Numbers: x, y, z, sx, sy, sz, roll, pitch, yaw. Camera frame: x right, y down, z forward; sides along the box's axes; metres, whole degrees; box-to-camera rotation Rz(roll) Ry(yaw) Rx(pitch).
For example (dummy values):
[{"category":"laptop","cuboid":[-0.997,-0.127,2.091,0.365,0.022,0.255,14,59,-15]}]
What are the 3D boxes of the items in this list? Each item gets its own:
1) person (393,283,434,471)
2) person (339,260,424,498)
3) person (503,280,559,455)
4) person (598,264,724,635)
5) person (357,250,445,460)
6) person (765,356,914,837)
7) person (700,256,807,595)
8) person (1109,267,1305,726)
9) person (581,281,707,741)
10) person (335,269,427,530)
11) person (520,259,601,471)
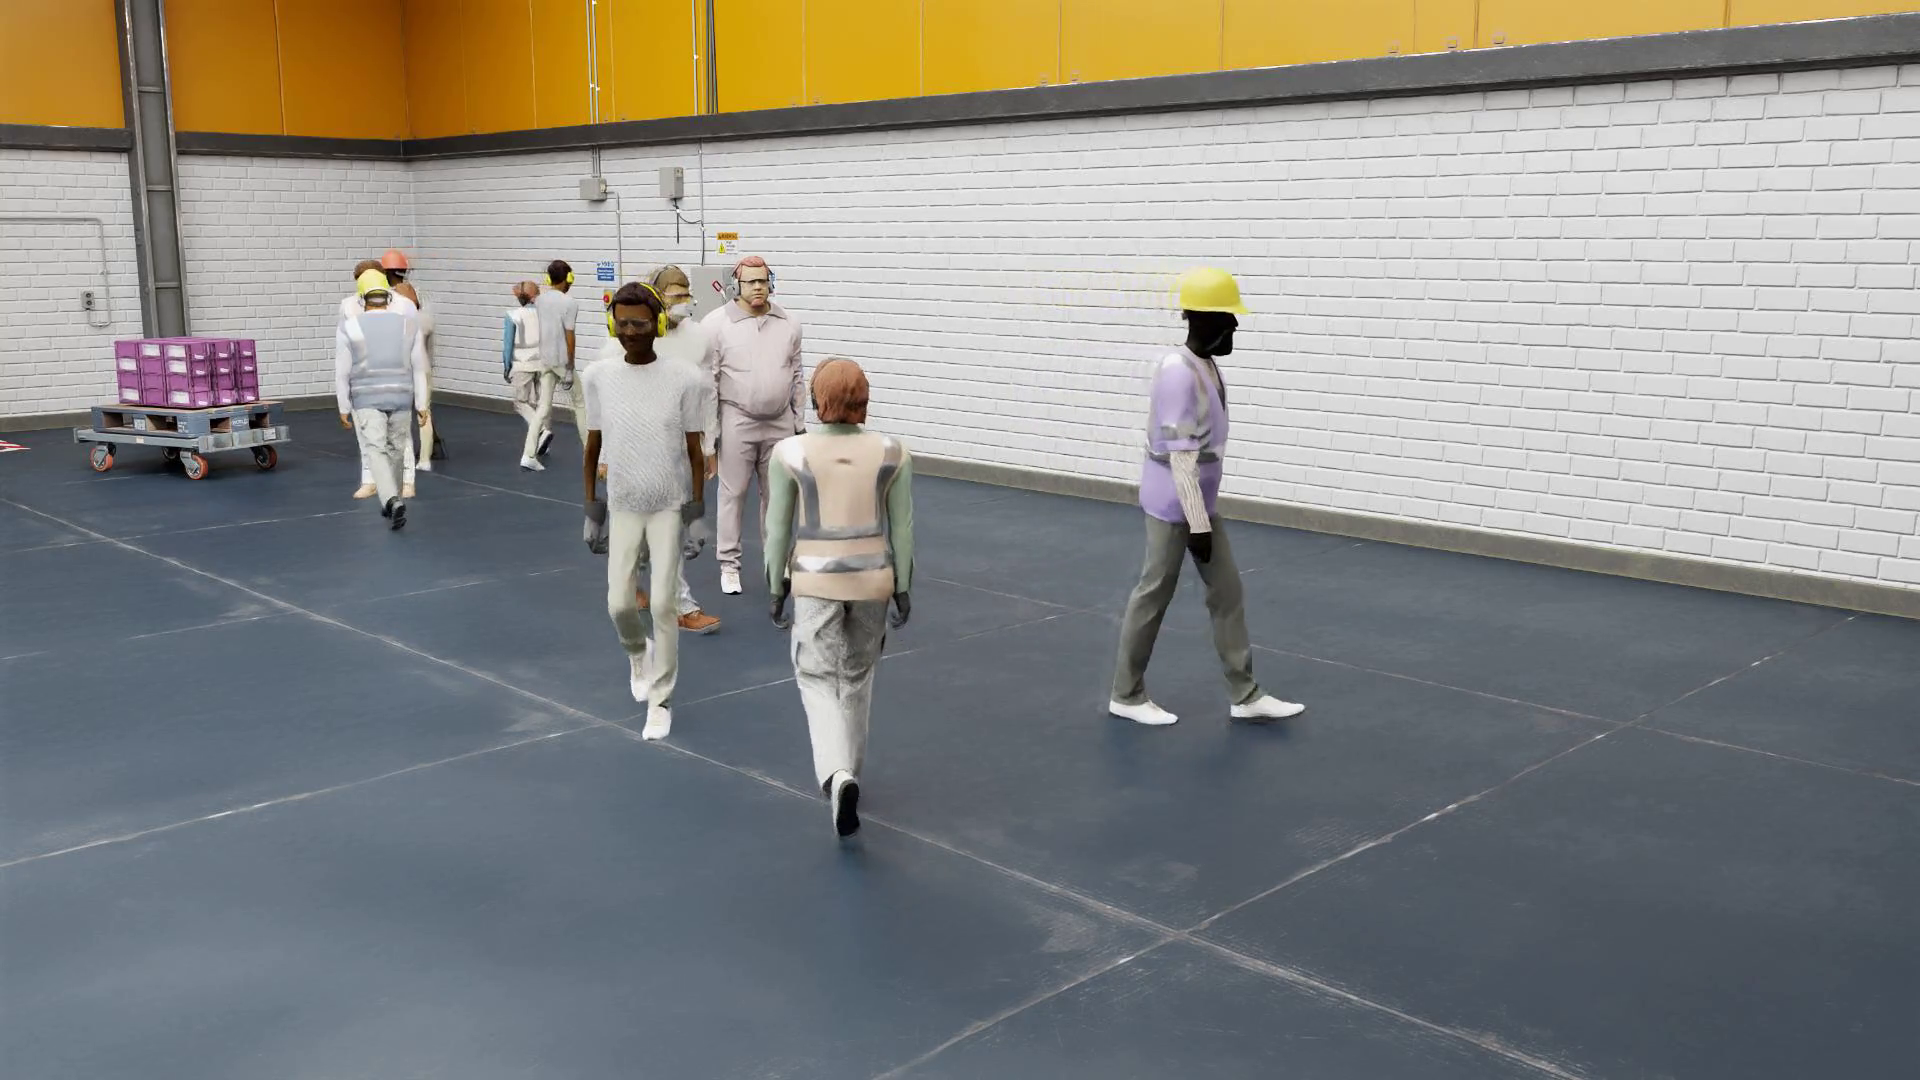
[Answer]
[{"category":"person","cuboid":[-4.805,-1.415,14.437,0.518,1.604,0.705,-10,14,-43]},{"category":"person","cuboid":[-4.460,-1.227,12.823,0.667,1.838,0.430,0,10,-2]},{"category":"person","cuboid":[-3.858,-1.543,15.087,0.543,1.621,0.608,-8,13,-37]},{"category":"person","cuboid":[-1.592,-0.488,8.682,1.017,1.889,0.634,9,14,41]},{"category":"person","cuboid":[-5.096,-1.663,15.055,1.008,1.885,0.551,3,11,15]},{"category":"person","cuboid":[-0.398,0.181,5.712,0.522,1.615,0.709,-3,11,-16]},{"category":"person","cuboid":[-1.155,-0.649,9.450,0.654,1.906,0.406,-6,12,-29]},{"category":"person","cuboid":[1.017,-0.144,6.740,0.899,1.884,0.611,4,11,23]},{"category":"person","cuboid":[-1.282,-0.131,6.810,0.508,1.847,0.541,0,10,-1]},{"category":"person","cuboid":[-3.980,-0.968,11.502,0.600,1.798,0.836,-7,12,-33]},{"category":"person","cuboid":[-3.496,-1.510,14.433,0.504,1.829,0.907,5,11,24]}]
